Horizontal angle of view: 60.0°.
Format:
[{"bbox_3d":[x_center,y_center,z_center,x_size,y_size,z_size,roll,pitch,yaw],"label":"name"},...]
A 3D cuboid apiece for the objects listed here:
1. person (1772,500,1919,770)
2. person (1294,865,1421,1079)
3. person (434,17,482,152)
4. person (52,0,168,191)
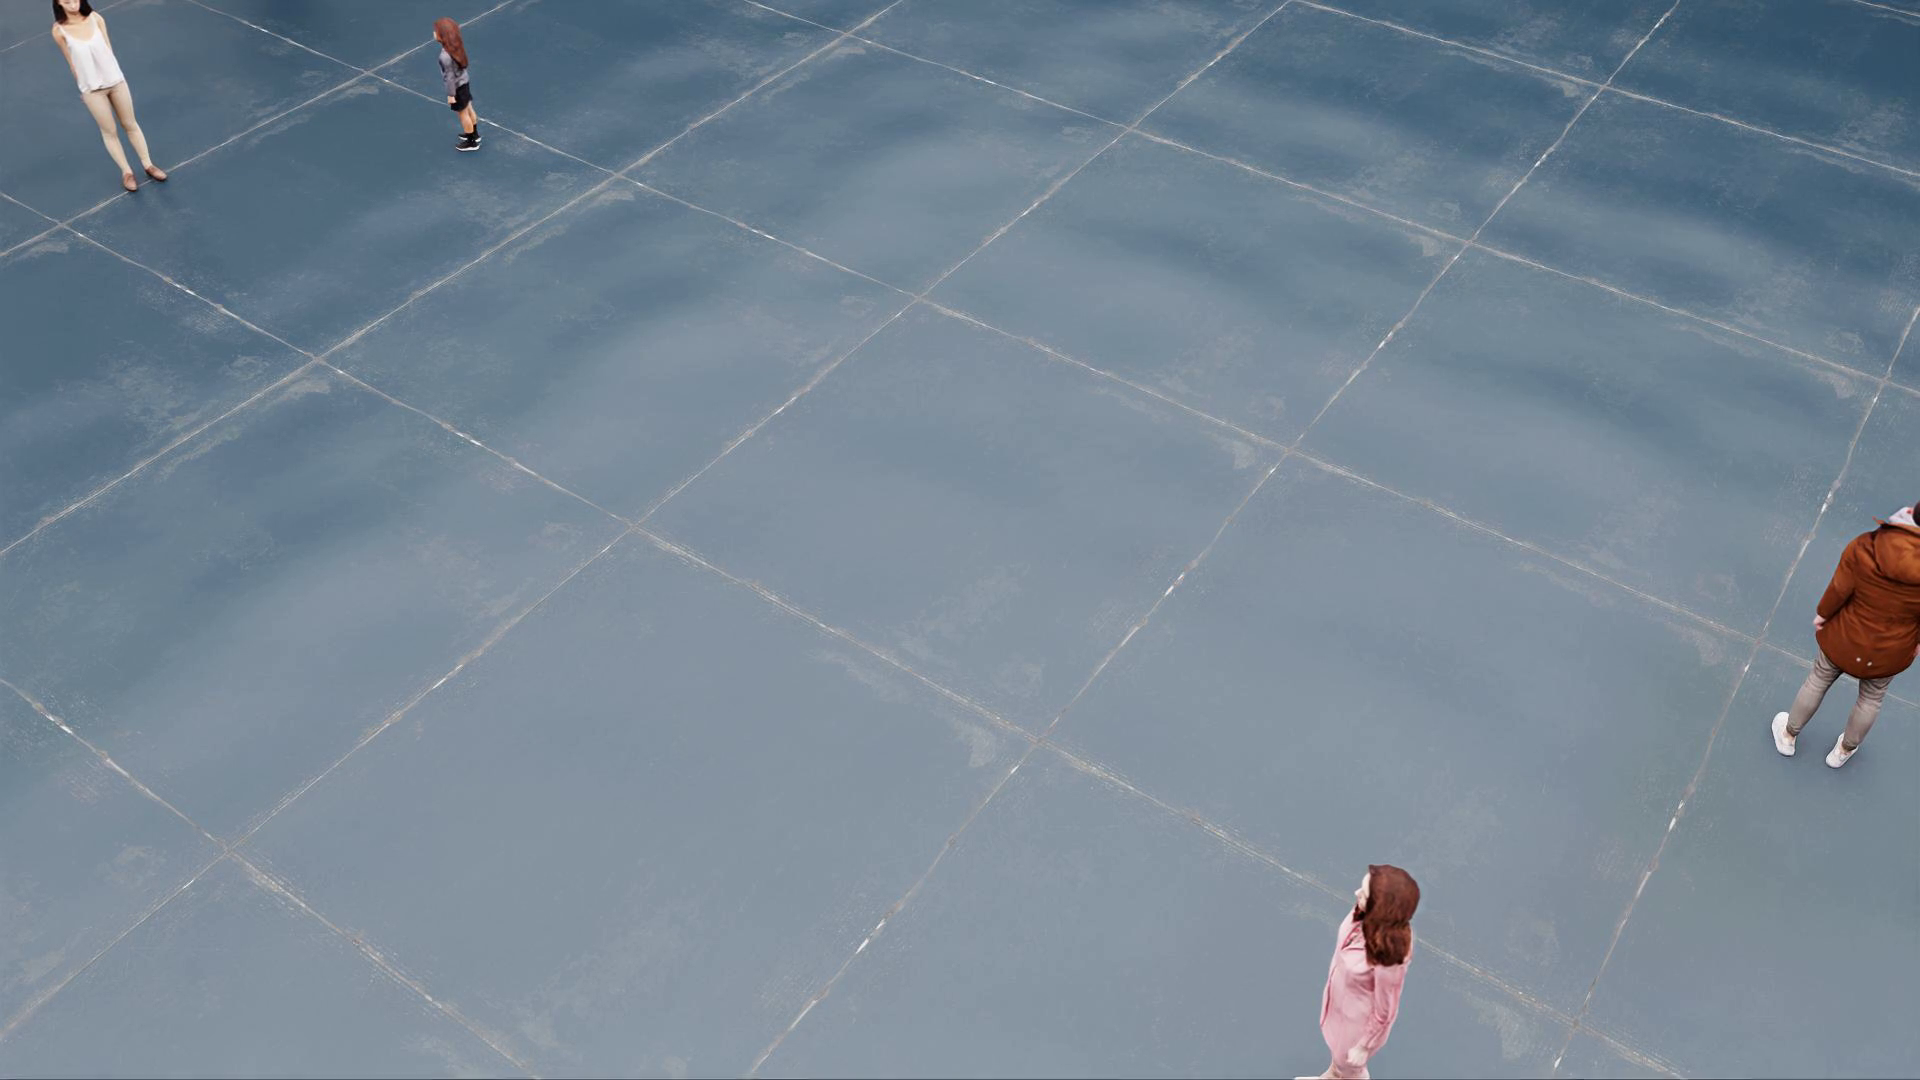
[{"bbox_3d":[4.594,0.461,8.376,0.689,1.839,0.807,18,46,19],"label":"person"},{"bbox_3d":[1.649,1.915,6.846,0.709,1.802,0.696,1,43,1],"label":"person"},{"bbox_3d":[-4.032,-3.665,13.332,0.579,1.106,0.541,0,43,0],"label":"person"},{"bbox_3d":[-6.599,-3.514,12.770,0.574,1.651,0.634,26,49,25],"label":"person"}]
